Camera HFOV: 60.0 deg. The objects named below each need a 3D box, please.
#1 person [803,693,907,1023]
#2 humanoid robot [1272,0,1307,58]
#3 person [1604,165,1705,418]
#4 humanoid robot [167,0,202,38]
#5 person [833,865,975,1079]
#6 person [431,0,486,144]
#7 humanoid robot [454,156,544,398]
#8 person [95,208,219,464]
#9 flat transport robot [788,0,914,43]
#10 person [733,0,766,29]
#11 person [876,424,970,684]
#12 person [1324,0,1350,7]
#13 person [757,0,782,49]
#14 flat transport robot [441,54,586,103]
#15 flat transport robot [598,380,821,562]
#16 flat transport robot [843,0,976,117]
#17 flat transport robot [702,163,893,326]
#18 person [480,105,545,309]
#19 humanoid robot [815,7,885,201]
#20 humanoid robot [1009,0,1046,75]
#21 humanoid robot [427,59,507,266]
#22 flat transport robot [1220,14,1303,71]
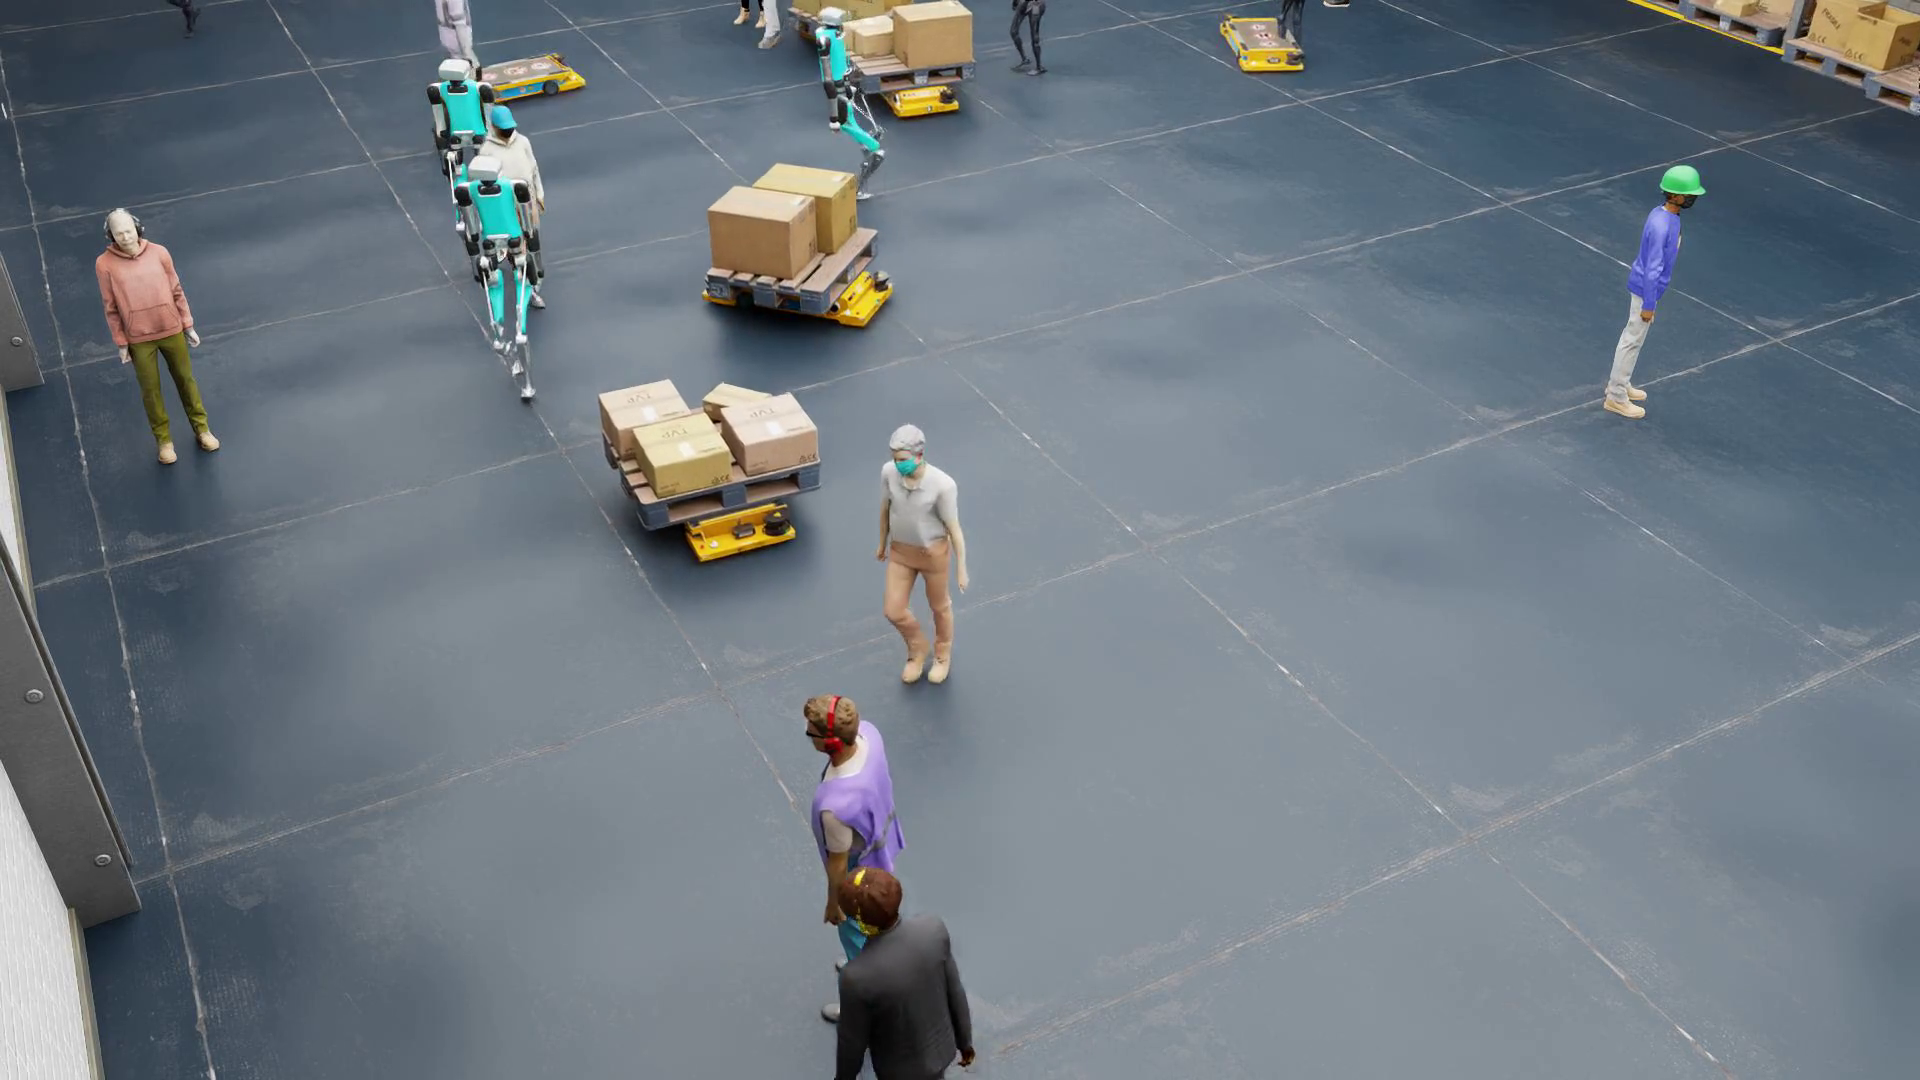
[{"bbox_3d":[-0.450,1.418,7.331,0.398,1.835,0.557,8,36,12],"label":"person"},{"bbox_3d":[3.695,-6.122,18.238,0.336,1.643,0.591,30,45,35],"label":"humanoid robot"},{"bbox_3d":[4.933,-1.778,11.860,0.341,1.873,0.460,14,37,19],"label":"person"},{"bbox_3d":[-8.887,-6.583,18.905,0.616,1.648,0.432,7,36,11],"label":"humanoid robot"},{"bbox_3d":[-0.238,1.987,6.515,0.830,1.833,0.515,27,43,33],"label":"person"},{"bbox_3d":[-4.936,-4.840,16.219,0.824,1.890,0.595,-19,39,-25],"label":"person"},{"bbox_3d":[-3.321,-1.837,12.077,0.549,1.784,0.874,-2,35,-3],"label":"humanoid robot"},{"bbox_3d":[-5.503,-1.410,11.362,0.522,1.837,0.372,-22,40,-28],"label":"person"},{"bbox_3d":[-1.149,-5.695,18.847,0.659,0.231,1.431,-26,43,-32],"label":"flat transport robot"},{"bbox_3d":[-2.448,-6.749,19.112,0.532,1.693,0.317,19,39,25],"label":"person"},{"bbox_3d":[-0.212,0.099,9.307,0.623,1.718,0.491,14,37,19],"label":"person"},{"bbox_3d":[4.561,-7.337,19.734,0.409,1.949,0.600,9,36,12],"label":"person"},{"bbox_3d":[-2.257,-6.441,18.515,0.598,1.865,0.673,19,39,25],"label":"person"},{"bbox_3d":[-4.775,-4.850,17.641,1.431,0.231,0.659,-22,40,-28],"label":"flat transport robot"},{"bbox_3d":[-1.663,-0.361,11.231,0.659,0.231,1.431,-15,38,-20],"label":"flat transport robot"},{"bbox_3d":[-0.559,-4.838,17.623,0.659,0.231,1.431,-12,37,-16],"label":"flat transport robot"},{"bbox_3d":[-1.336,-2.076,13.680,1.431,0.231,0.659,11,37,15],"label":"flat transport robot"},{"bbox_3d":[-3.616,-2.746,13.428,0.489,1.647,0.697,-23,41,-29],"label":"person"},{"bbox_3d":[-0.894,-3.845,14.953,0.766,1.816,0.574,6,36,9],"label":"humanoid robot"},{"bbox_3d":[0.743,-5.801,17.776,0.363,1.645,0.591,-17,38,-22],"label":"humanoid robot"},{"bbox_3d":[-4.045,-3.023,13.636,0.533,1.677,0.735,-1,35,-1],"label":"humanoid robot"},{"bbox_3d":[3.382,-5.586,18.692,0.659,0.231,1.431,-2,35,-3],"label":"flat transport robot"}]
